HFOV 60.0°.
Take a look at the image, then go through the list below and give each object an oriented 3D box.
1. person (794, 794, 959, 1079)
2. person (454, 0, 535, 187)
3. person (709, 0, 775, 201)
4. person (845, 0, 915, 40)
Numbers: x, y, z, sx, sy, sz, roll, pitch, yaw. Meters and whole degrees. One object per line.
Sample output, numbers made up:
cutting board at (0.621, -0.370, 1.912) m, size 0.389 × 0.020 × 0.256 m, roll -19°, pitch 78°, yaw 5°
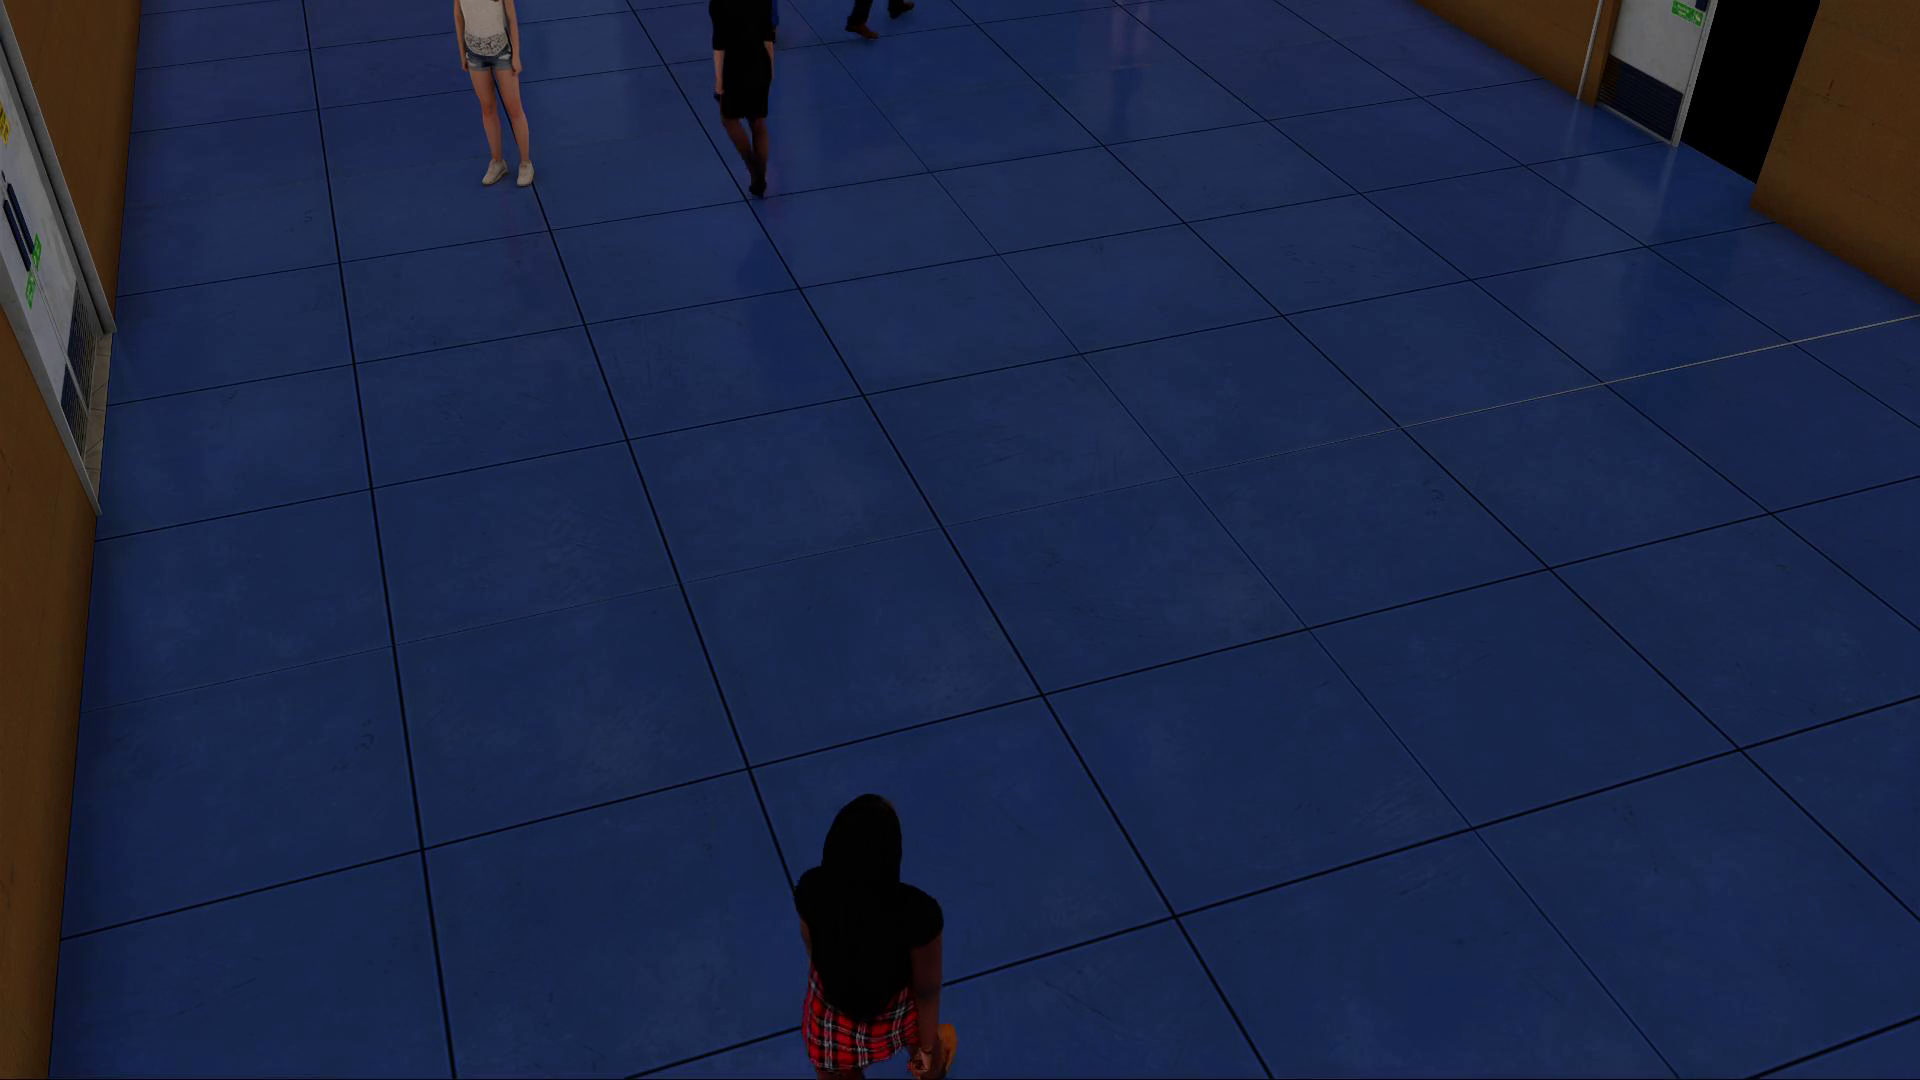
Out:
person at (-0.289, 1.481, 4.879) m, size 1.077 × 1.696 × 0.982 m, roll 5°, pitch 37°, yaw 7°
person at (-3.126, -3.243, 11.119) m, size 0.596 × 1.760 × 0.705 m, roll 5°, pitch 37°, yaw 6°
person at (-1.357, -2.983, 10.813) m, size 0.644 × 1.695 × 0.719 m, roll -20°, pitch 41°, yaw -25°
person at (-0.709, -4.932, 13.412) m, size 1.107 × 1.709 × 1.311 m, roll 28°, pitch 45°, yaw 32°
